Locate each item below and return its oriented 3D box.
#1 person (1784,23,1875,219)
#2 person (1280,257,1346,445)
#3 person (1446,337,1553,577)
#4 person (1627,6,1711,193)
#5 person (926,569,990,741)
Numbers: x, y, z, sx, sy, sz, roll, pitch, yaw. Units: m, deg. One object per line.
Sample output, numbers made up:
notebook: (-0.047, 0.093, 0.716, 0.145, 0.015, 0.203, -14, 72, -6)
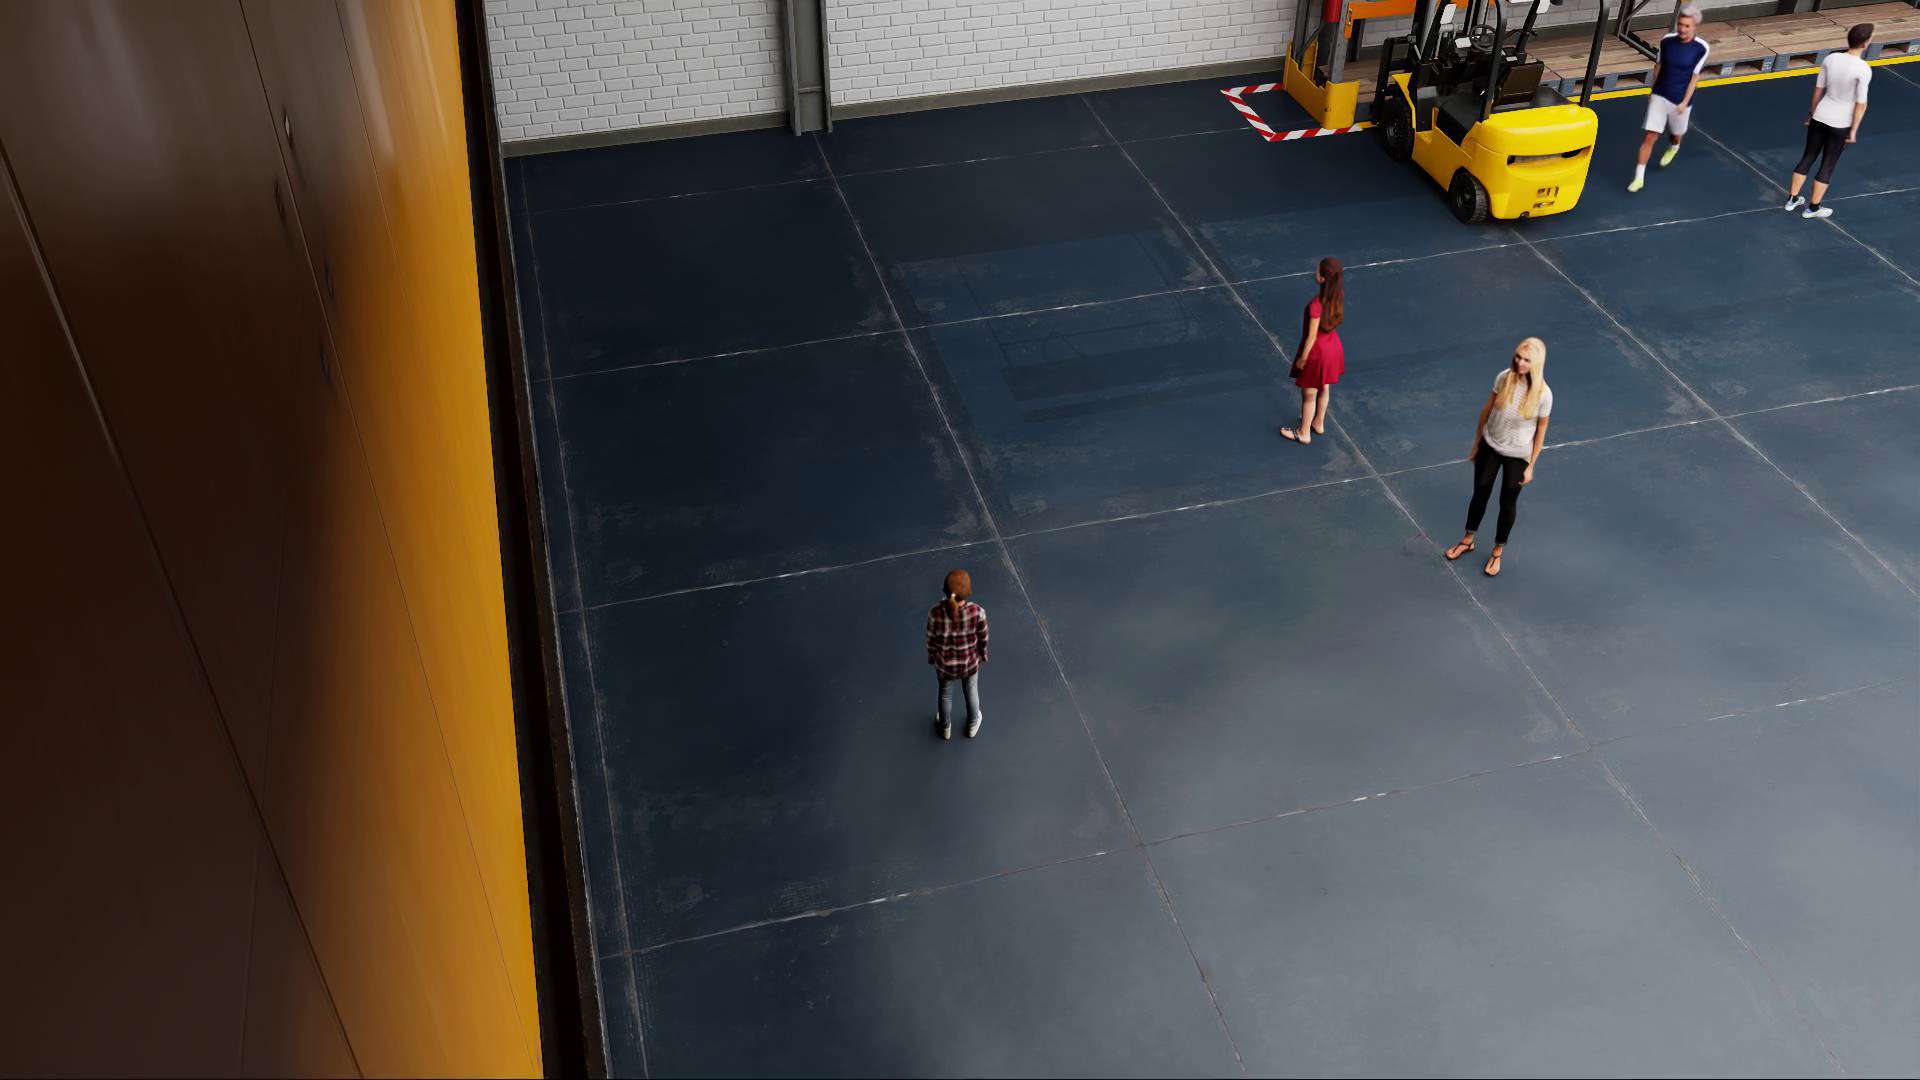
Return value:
person: (8.110, -3.902, 15.473, 0.661, 1.851, 0.725, -19, 42, -22)
person: (2.732, -1.447, 12.636, 0.723, 1.554, 0.664, 31, 48, 33)
person: (3.722, -0.588, 11.343, 0.679, 1.827, 0.712, 26, 45, 29)
person: (6.869, -4.263, 15.973, 1.127, 1.791, 1.231, 23, 44, 26)
person: (-0.017, 0.700, 10.147, 0.517, 1.306, 0.637, -2, 39, -2)
